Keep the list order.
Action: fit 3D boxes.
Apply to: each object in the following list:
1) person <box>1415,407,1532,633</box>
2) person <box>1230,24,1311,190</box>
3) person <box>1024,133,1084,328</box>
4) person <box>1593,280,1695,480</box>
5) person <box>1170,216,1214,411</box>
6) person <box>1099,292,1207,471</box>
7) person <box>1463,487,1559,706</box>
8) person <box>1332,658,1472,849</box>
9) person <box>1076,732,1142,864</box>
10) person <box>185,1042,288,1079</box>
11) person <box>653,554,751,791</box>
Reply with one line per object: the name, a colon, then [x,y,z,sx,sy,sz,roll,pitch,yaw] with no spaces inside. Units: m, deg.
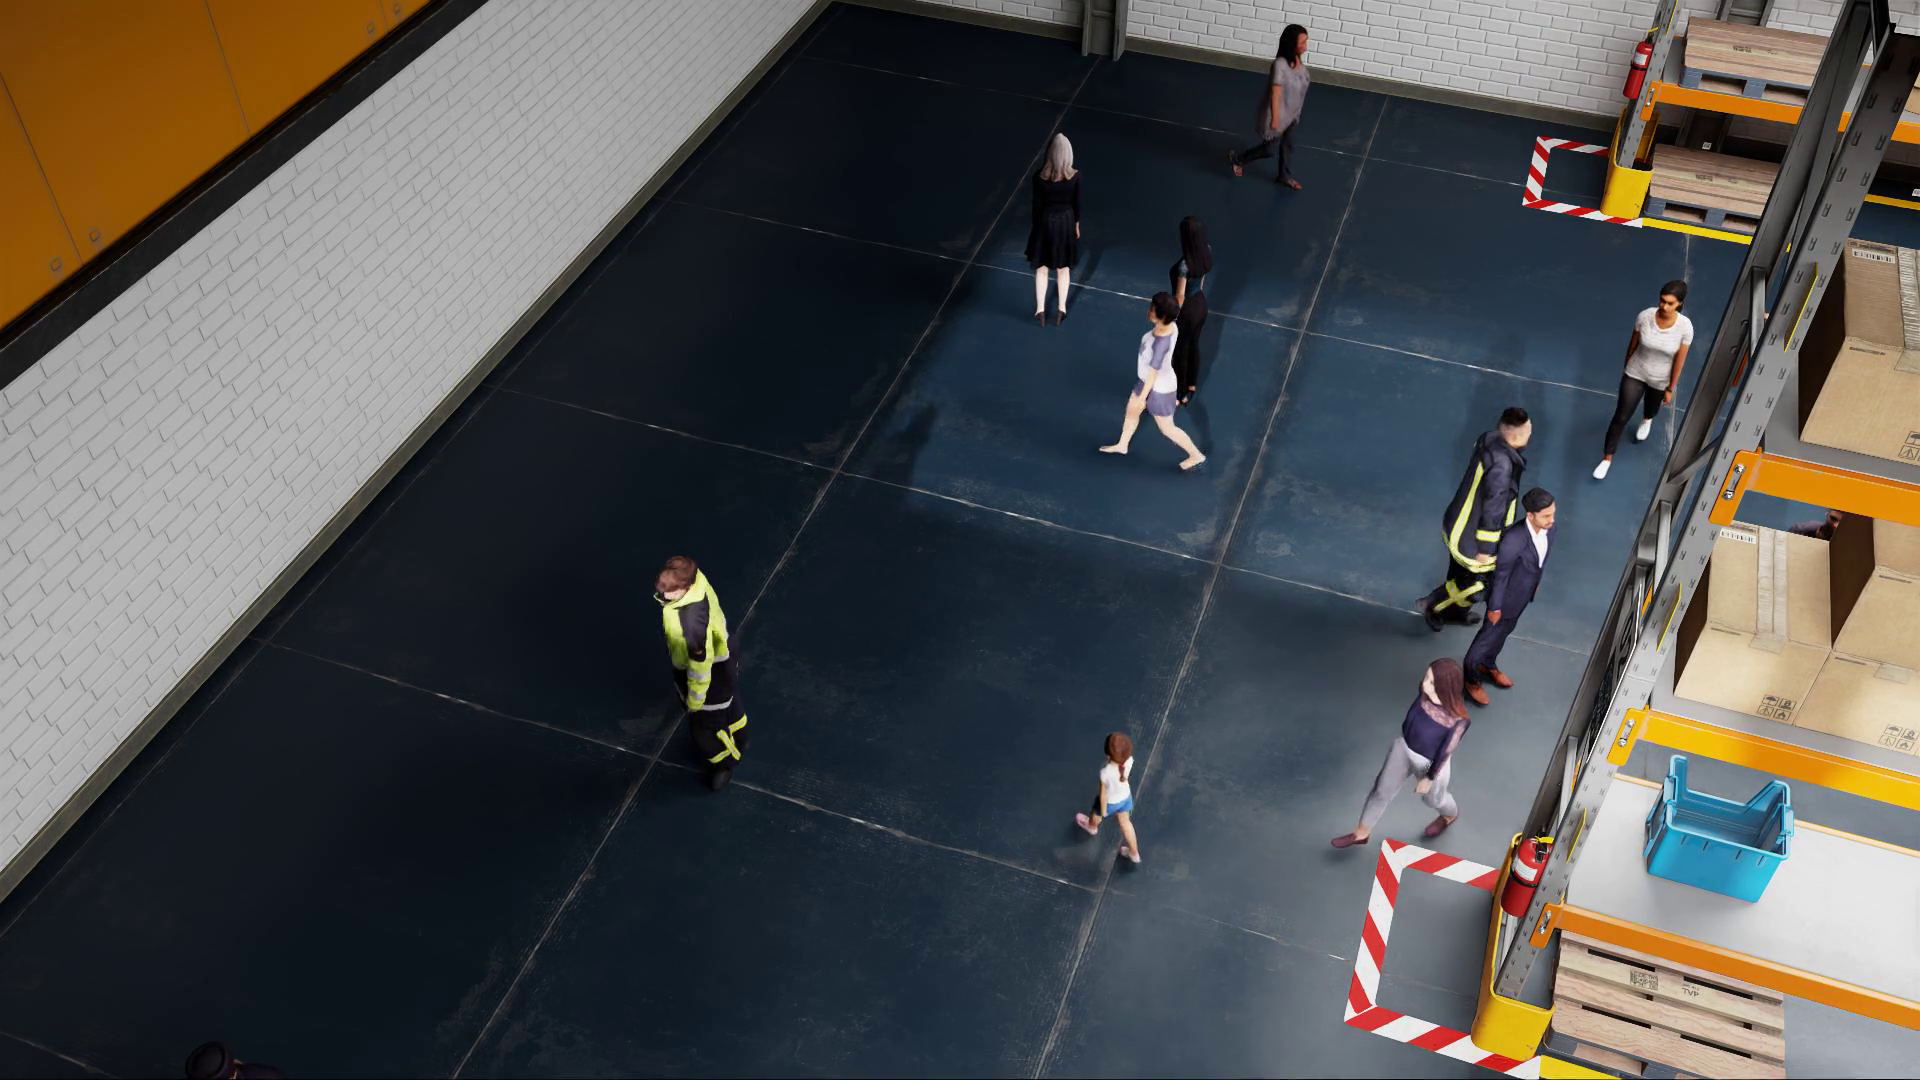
person: [3.357,-0.132,11.009,0.892,1.850,0.847,8,44,9]
person: [2.865,-3.957,15.213,0.981,1.590,0.747,22,48,22]
person: [0.775,-2.525,13.598,0.643,1.745,0.750,-4,44,-4]
person: [5.149,-1.248,12.352,1.079,1.613,0.784,22,48,22]
person: [1.749,-1.733,12.775,0.599,1.733,0.618,29,51,27]
person: [1.528,-1.131,12.293,1.089,1.526,0.723,5,44,5]
person: [3.516,0.329,10.616,0.713,1.726,0.704,-30,51,-28]
person: [2.761,1.282,9.726,1.109,1.573,1.020,-16,46,-16]
person: [0.947,1.539,9.872,0.643,0.999,0.787,-28,50,-27]
person: [-3.342,2.873,7.987,0.768,1.668,0.863,-10,44,-10]
person: [-1.521,0.727,10.037,0.944,1.947,0.943,0,44,1]
